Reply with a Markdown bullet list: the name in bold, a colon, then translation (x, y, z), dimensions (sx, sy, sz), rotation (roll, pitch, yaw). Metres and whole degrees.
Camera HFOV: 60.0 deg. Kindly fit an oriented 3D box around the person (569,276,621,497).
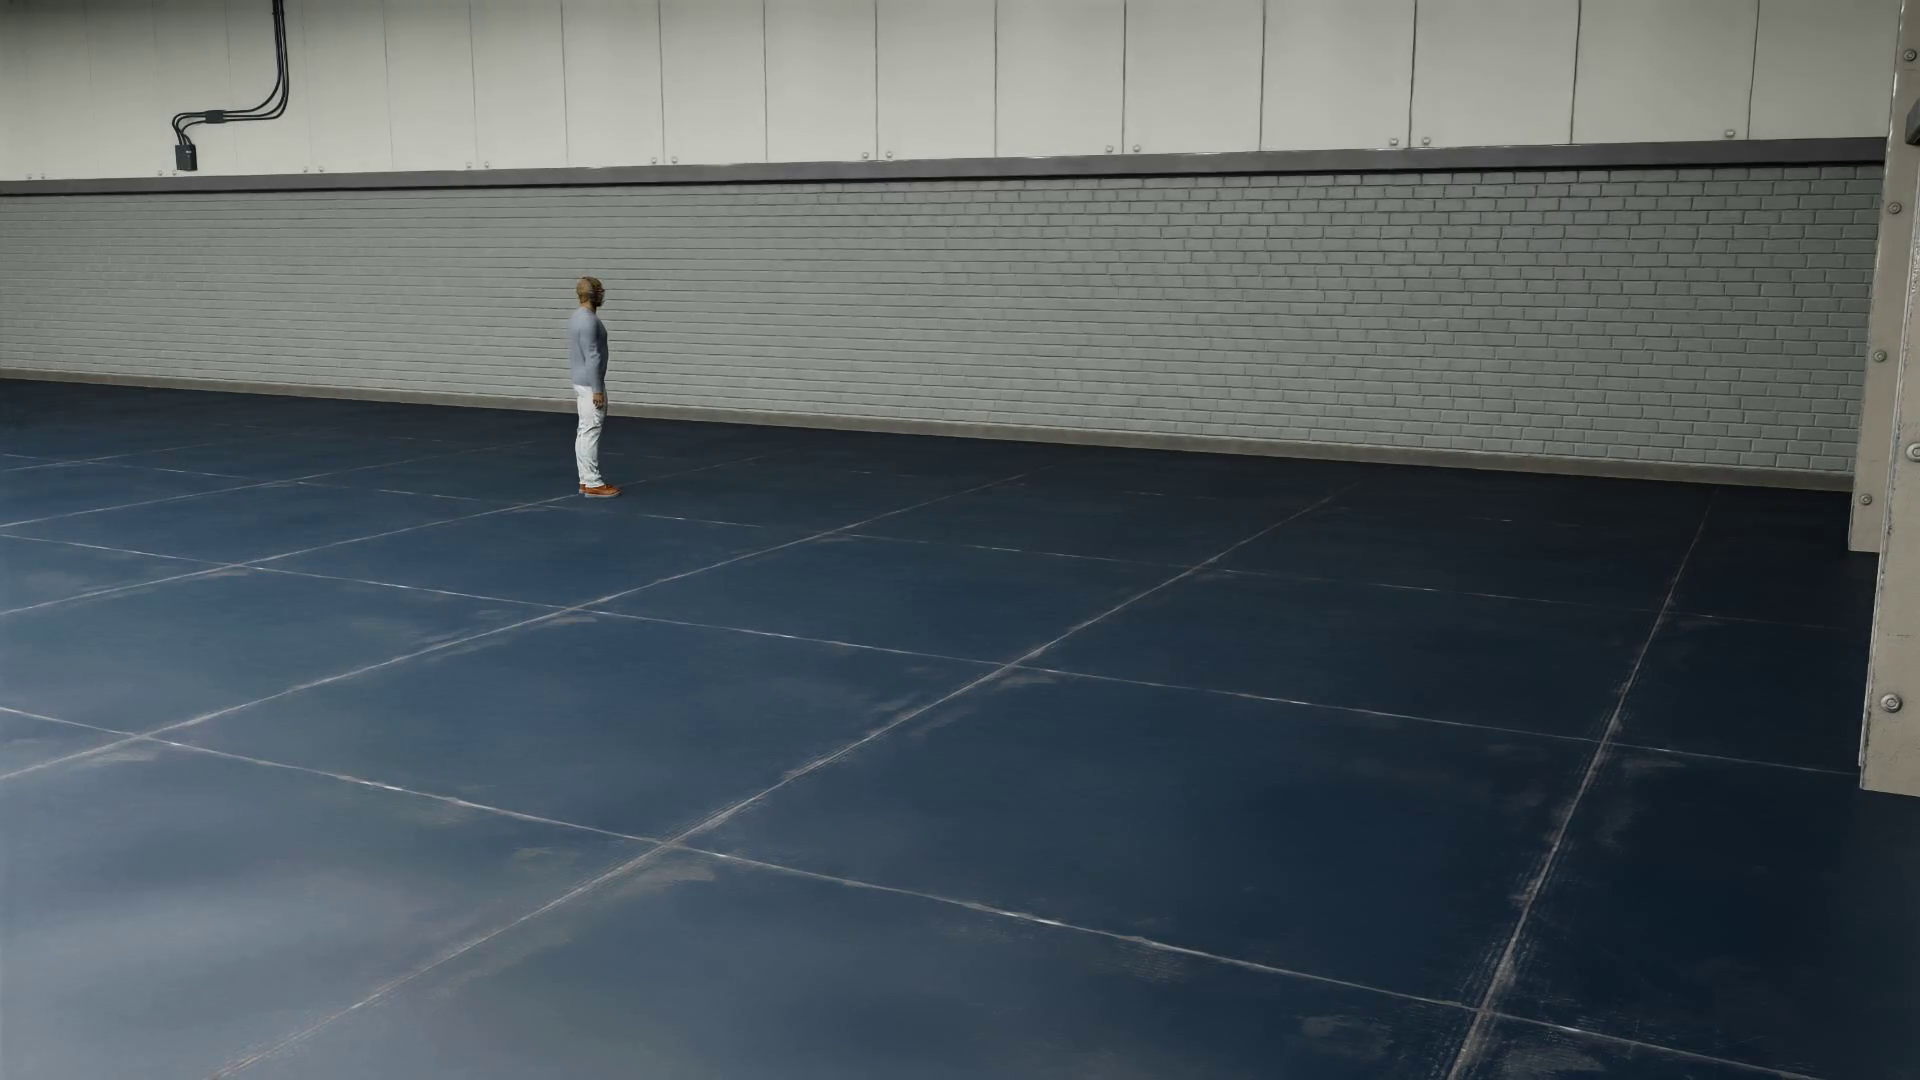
- **person**: translation (-3.239, -1.344, 14.654), dimensions (0.372, 1.940, 0.630), rotation (-4, 11, -20)
